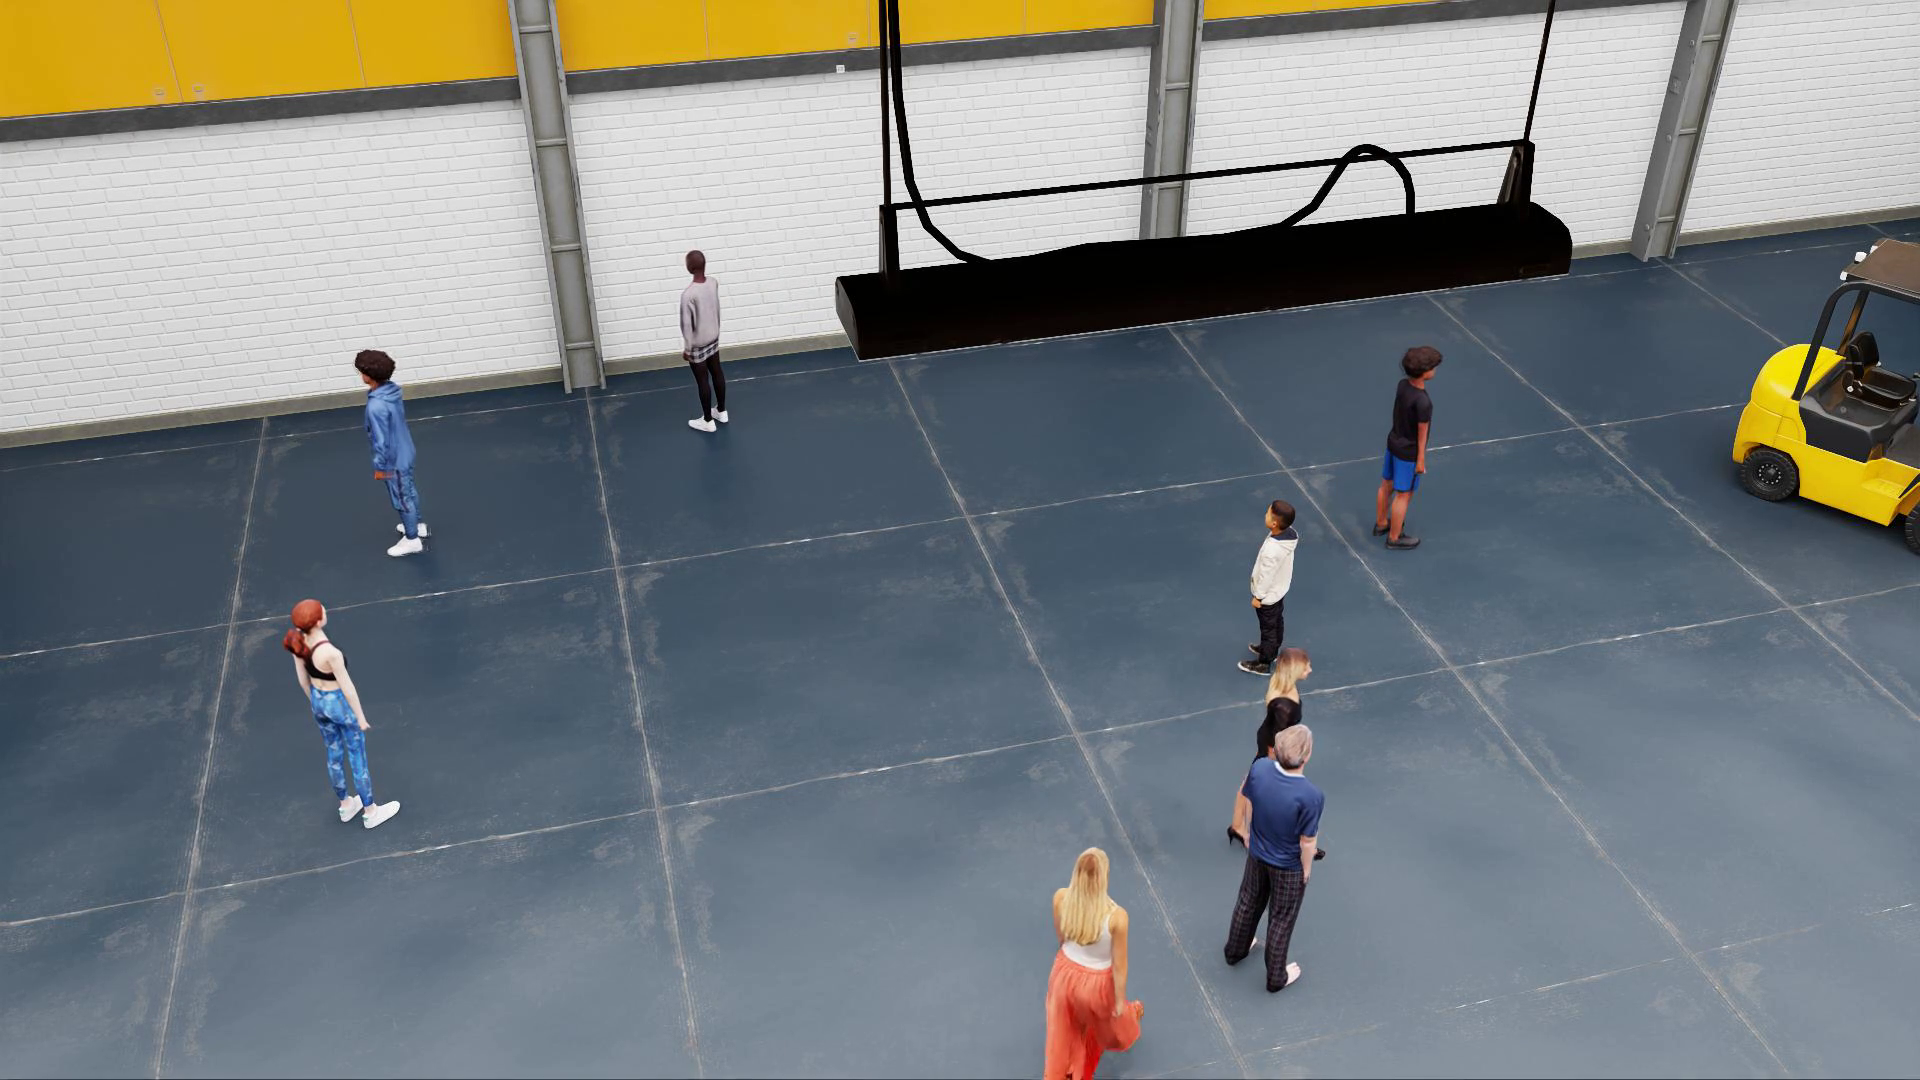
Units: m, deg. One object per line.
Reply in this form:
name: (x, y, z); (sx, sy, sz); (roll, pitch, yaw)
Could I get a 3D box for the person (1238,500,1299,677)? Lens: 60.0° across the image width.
person: (2.305, 0.343, 12.253); (0.711, 1.455, 0.658); (16, 37, 23)

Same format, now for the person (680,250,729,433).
person: (-2.344, -1.833, 15.238); (0.752, 1.774, 0.684); (19, 38, 26)

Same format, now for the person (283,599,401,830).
person: (-4.040, 1.122, 10.782); (0.680, 1.785, 0.747); (14, 36, 19)

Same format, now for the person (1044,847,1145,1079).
person: (0.600, 2.442, 8.828); (1.209, 1.749, 1.288); (20, 38, 27)

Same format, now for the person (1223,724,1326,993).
person: (1.835, 1.830, 9.641); (0.723, 1.868, 0.733); (-29, 43, -36)

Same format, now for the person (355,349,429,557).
person: (-4.597, -0.717, 13.530); (0.661, 1.806, 0.743); (-4, 34, -5)

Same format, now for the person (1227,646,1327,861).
person: (1.916, 1.347, 10.565); (0.947, 1.650, 0.763); (2, 34, 3)

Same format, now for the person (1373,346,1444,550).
person: (3.648, -0.765, 13.613); (0.522, 1.793, 0.602); (-9, 35, -13)
